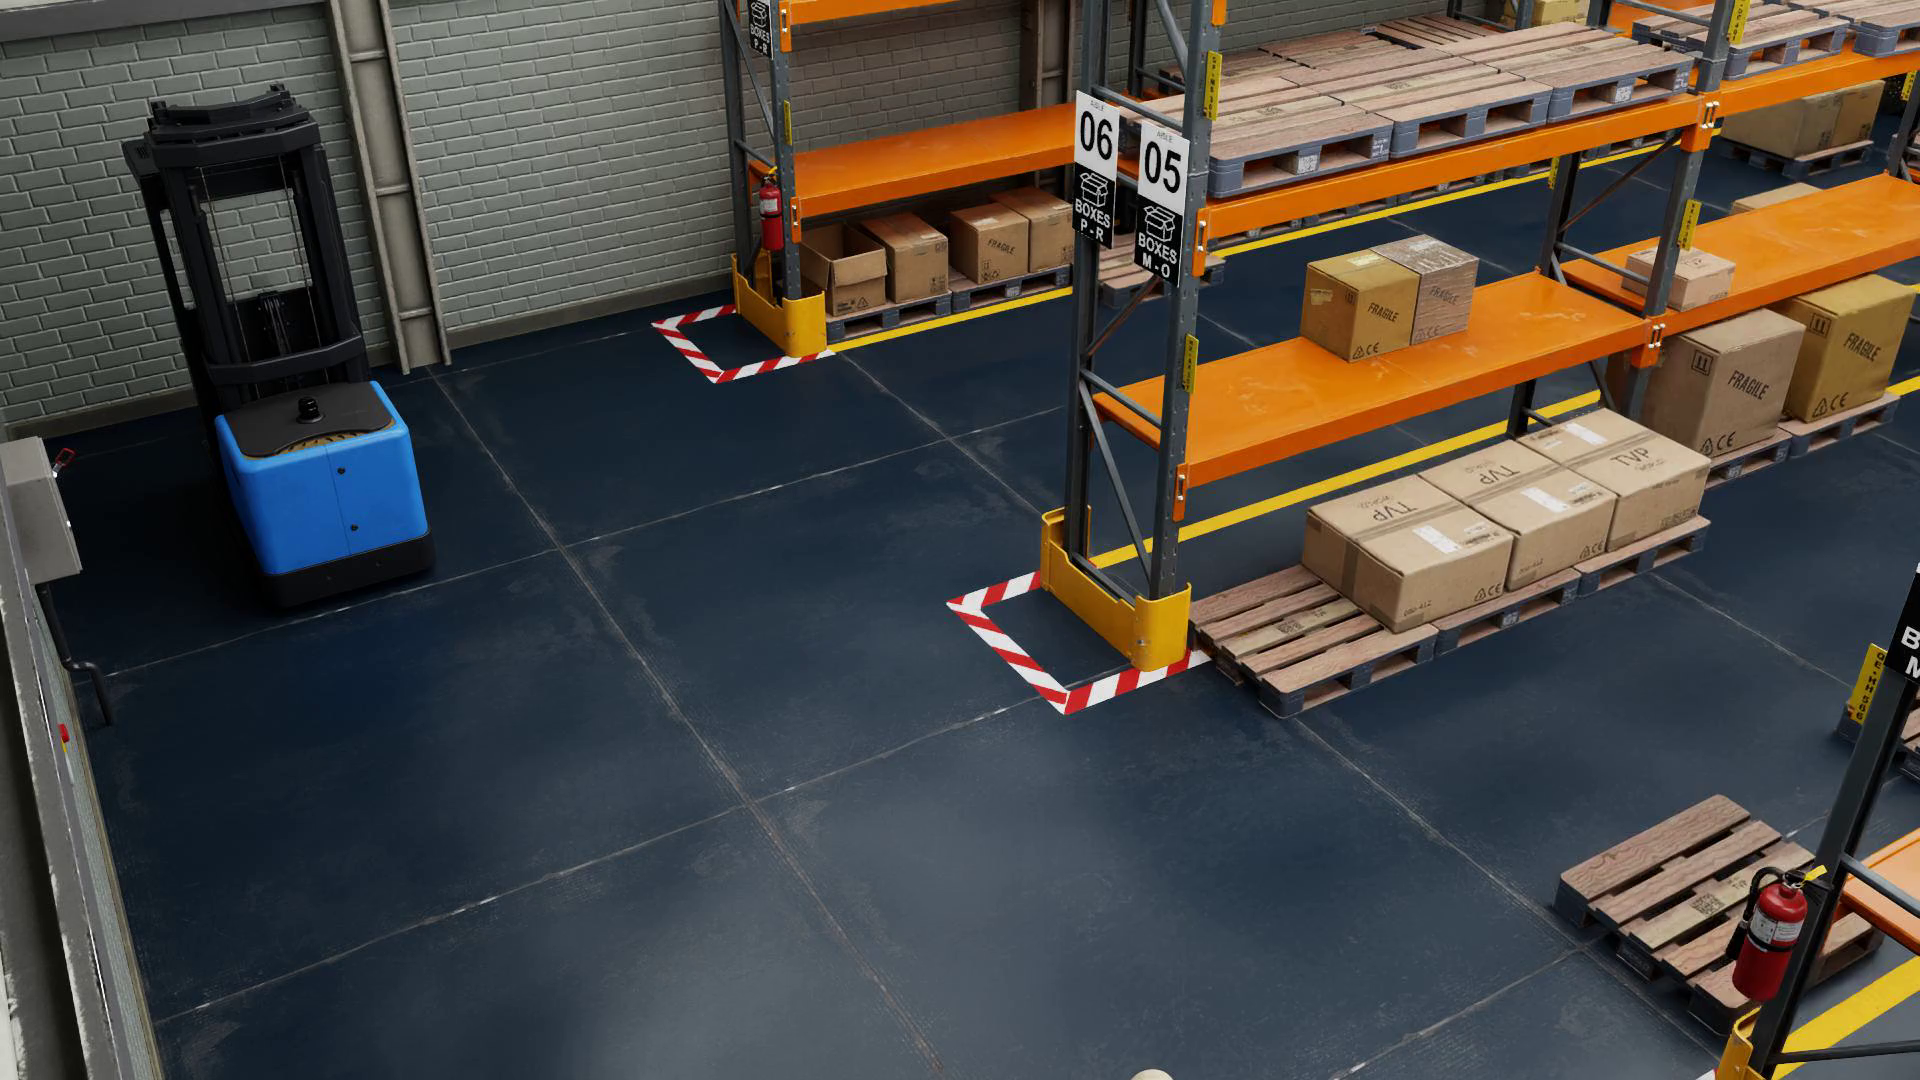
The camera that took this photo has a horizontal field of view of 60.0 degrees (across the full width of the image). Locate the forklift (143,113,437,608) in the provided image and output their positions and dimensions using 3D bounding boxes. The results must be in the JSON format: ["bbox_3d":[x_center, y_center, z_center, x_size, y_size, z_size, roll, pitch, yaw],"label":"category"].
[{"bbox_3d":[-4.289,-1.259,10.509,1.129,2.768,1.873,-17,36,-26],"label":"forklift"}]

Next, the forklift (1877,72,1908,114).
[{"bbox_3d":[11.468,-5.645,18.244,1.214,2.155,2.313,-17,36,-26],"label":"forklift"}]

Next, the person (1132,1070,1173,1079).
[{"bbox_3d":[0.585,2.397,5.610,0.605,1.797,0.374,-10,33,-15],"label":"person"}]
